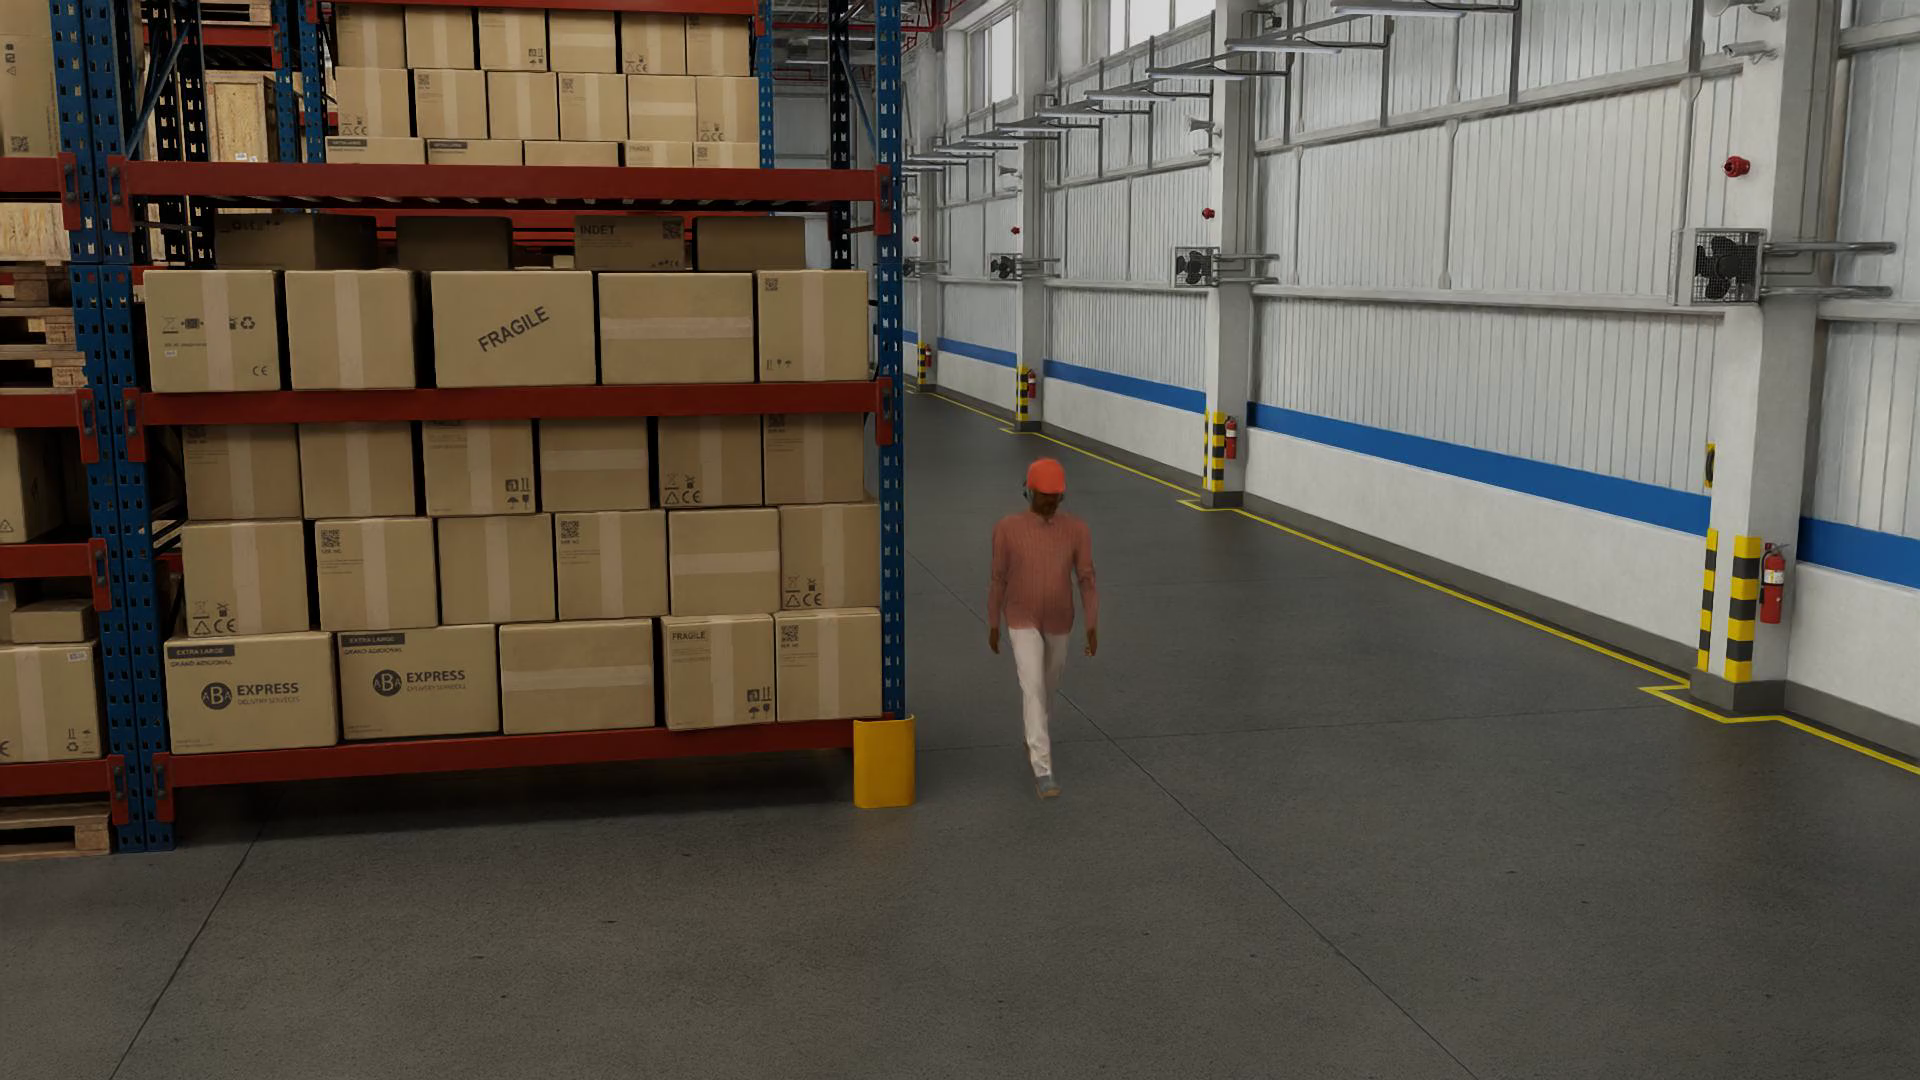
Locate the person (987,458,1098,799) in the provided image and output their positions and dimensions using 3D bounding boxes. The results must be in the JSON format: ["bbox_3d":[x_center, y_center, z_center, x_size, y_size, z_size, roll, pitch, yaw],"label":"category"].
[{"bbox_3d":[0.489,0.469,9.858,0.636,1.940,1.052,-2,10,-13],"label":"person"}]
